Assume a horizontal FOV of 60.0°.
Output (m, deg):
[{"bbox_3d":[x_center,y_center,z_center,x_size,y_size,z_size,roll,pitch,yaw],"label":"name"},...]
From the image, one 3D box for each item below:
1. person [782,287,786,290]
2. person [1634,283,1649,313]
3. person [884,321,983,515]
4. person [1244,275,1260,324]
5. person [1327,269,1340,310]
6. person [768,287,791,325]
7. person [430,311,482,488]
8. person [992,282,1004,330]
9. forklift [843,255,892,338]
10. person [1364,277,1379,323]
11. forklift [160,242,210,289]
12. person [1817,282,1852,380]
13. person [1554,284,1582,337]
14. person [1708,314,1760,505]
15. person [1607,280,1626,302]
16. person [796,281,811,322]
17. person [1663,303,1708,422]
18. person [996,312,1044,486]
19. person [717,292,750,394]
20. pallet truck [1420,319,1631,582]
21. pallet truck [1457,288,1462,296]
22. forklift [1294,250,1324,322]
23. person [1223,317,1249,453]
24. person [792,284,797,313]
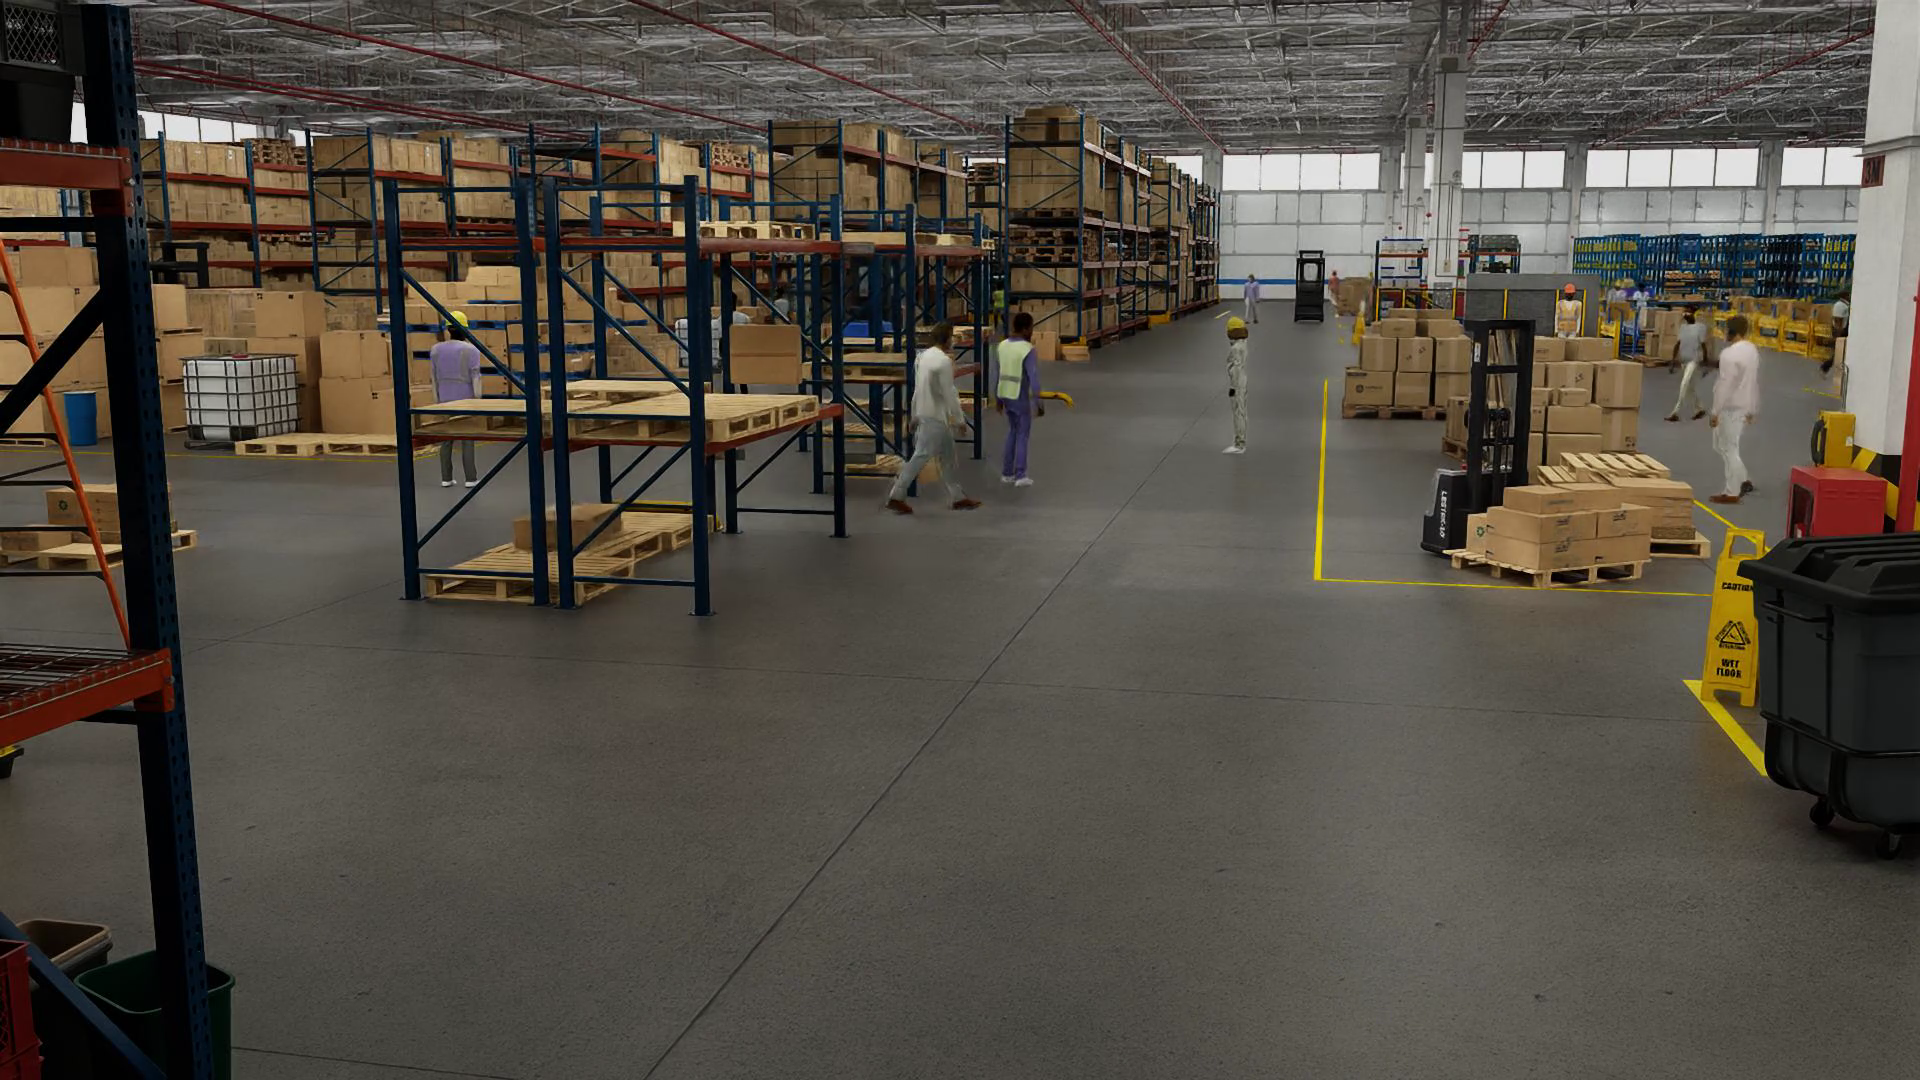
[{"bbox_3d":[-6.753,-9.010,62.471,0.454,1.903,0.593,8,12,39],"label":"person"},{"bbox_3d":[23.756,-8.144,58.048,0.537,1.655,0.676,2,10,11],"label":"person"},{"bbox_3d":[-0.294,-1.190,16.215,1.026,1.895,0.639,-3,10,-16],"label":"person"},{"bbox_3d":[11.212,-9.232,63.798,0.637,1.914,0.939,5,11,29],"label":"person"},{"bbox_3d":[18.391,-12.330,81.894,0.633,1.971,0.476,-3,10,-17],"label":"person"},{"bbox_3d":[-4.249,-4.944,38.591,0.922,1.829,0.539,6,12,33],"label":"person"},{"bbox_3d":[-5.453,-1.523,18.090,0.584,1.918,0.408,2,10,13],"label":"person"},{"bbox_3d":[1.379,-8.120,57.858,0.540,1.682,0.626,-2,10,-12],"label":"person"},{"bbox_3d":[-1.998,-5.219,37.111,1.129,2.768,1.873,2,10,12],"label":"forklift"},{"bbox_3d":[13.842,-7.900,55.923,0.752,1.885,0.649,5,11,29],"label":"person"},{"bbox_3d":[-16.063,-4.810,34.690,1.129,2.768,1.873,2,10,12],"label":"forklift"},{"bbox_3d":[17.563,-4.114,33.050,0.663,2.000,0.701,9,13,44],"label":"person"},{"bbox_3d":[13.157,-4.564,36.020,0.545,1.938,0.356,3,10,15],"label":"person"},{"bbox_3d":[7.787,-1.310,16.806,0.434,1.925,0.630,9,13,43],"label":"person"},{"bbox_3d":[21.762,-7.713,55.155,0.596,1.782,0.964,3,10,15],"label":"person"},{"bbox_3d":[-6.223,-9.472,66.037,0.635,1.621,0.523,2,10,14],"label":"person"},{"bbox_3d":[11.186,-2.721,25.467,0.981,1.827,0.547,-4,10,-23],"label":"person"},{"bbox_3d":[0.643,-1.537,18.217,0.469,1.907,0.618,-6,12,-33],"label":"person"},{"bbox_3d":[-3.623,-2.986,26.597,0.367,1.964,0.604,9,13,44],"label":"person"},{"bbox_3d":[4.543,-0.757,13.299,0.823,1.965,1.885,-4,10,-22],"label":"pallet truck"},{"bbox_3d":[20.506,-9.785,68.819,0.653,1.274,1.630,2,10,12],"label":"pallet truck"},{"bbox_3d":[13.778,-10.002,65.433,1.129,2.768,1.873,2,10,12],"label":"forklift"},{"bbox_3d":[3.526,-1.977,21.296,0.310,1.736,0.484,3,10,19],"label":"person"},{"bbox_3d":[-7.485,-11.449,76.870,0.548,1.916,0.796,0,10,0],"label":"person"}]
